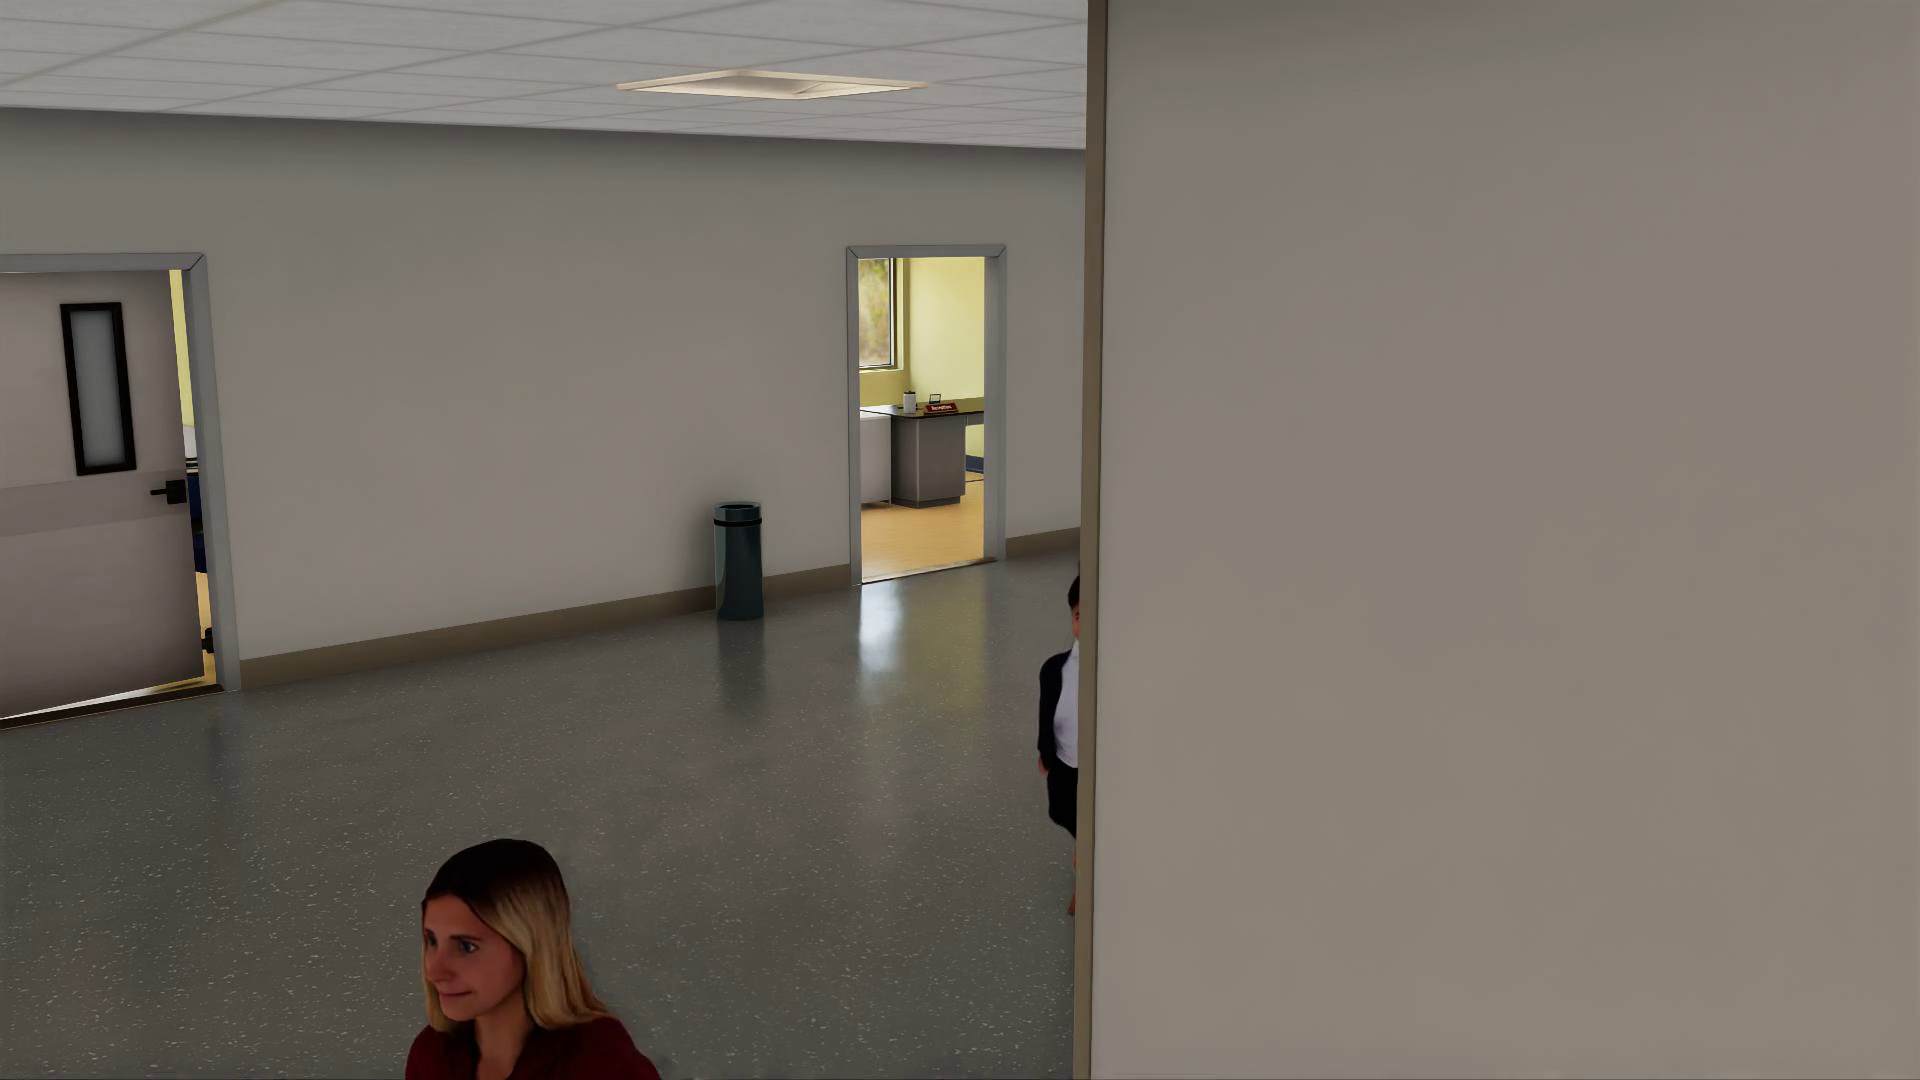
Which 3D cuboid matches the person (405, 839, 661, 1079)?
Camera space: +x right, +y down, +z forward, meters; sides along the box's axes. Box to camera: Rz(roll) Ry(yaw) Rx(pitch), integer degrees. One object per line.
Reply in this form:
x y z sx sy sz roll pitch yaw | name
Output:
-0.560 1.211 2.459 0.980 1.592 1.168 4 11 19 | person
